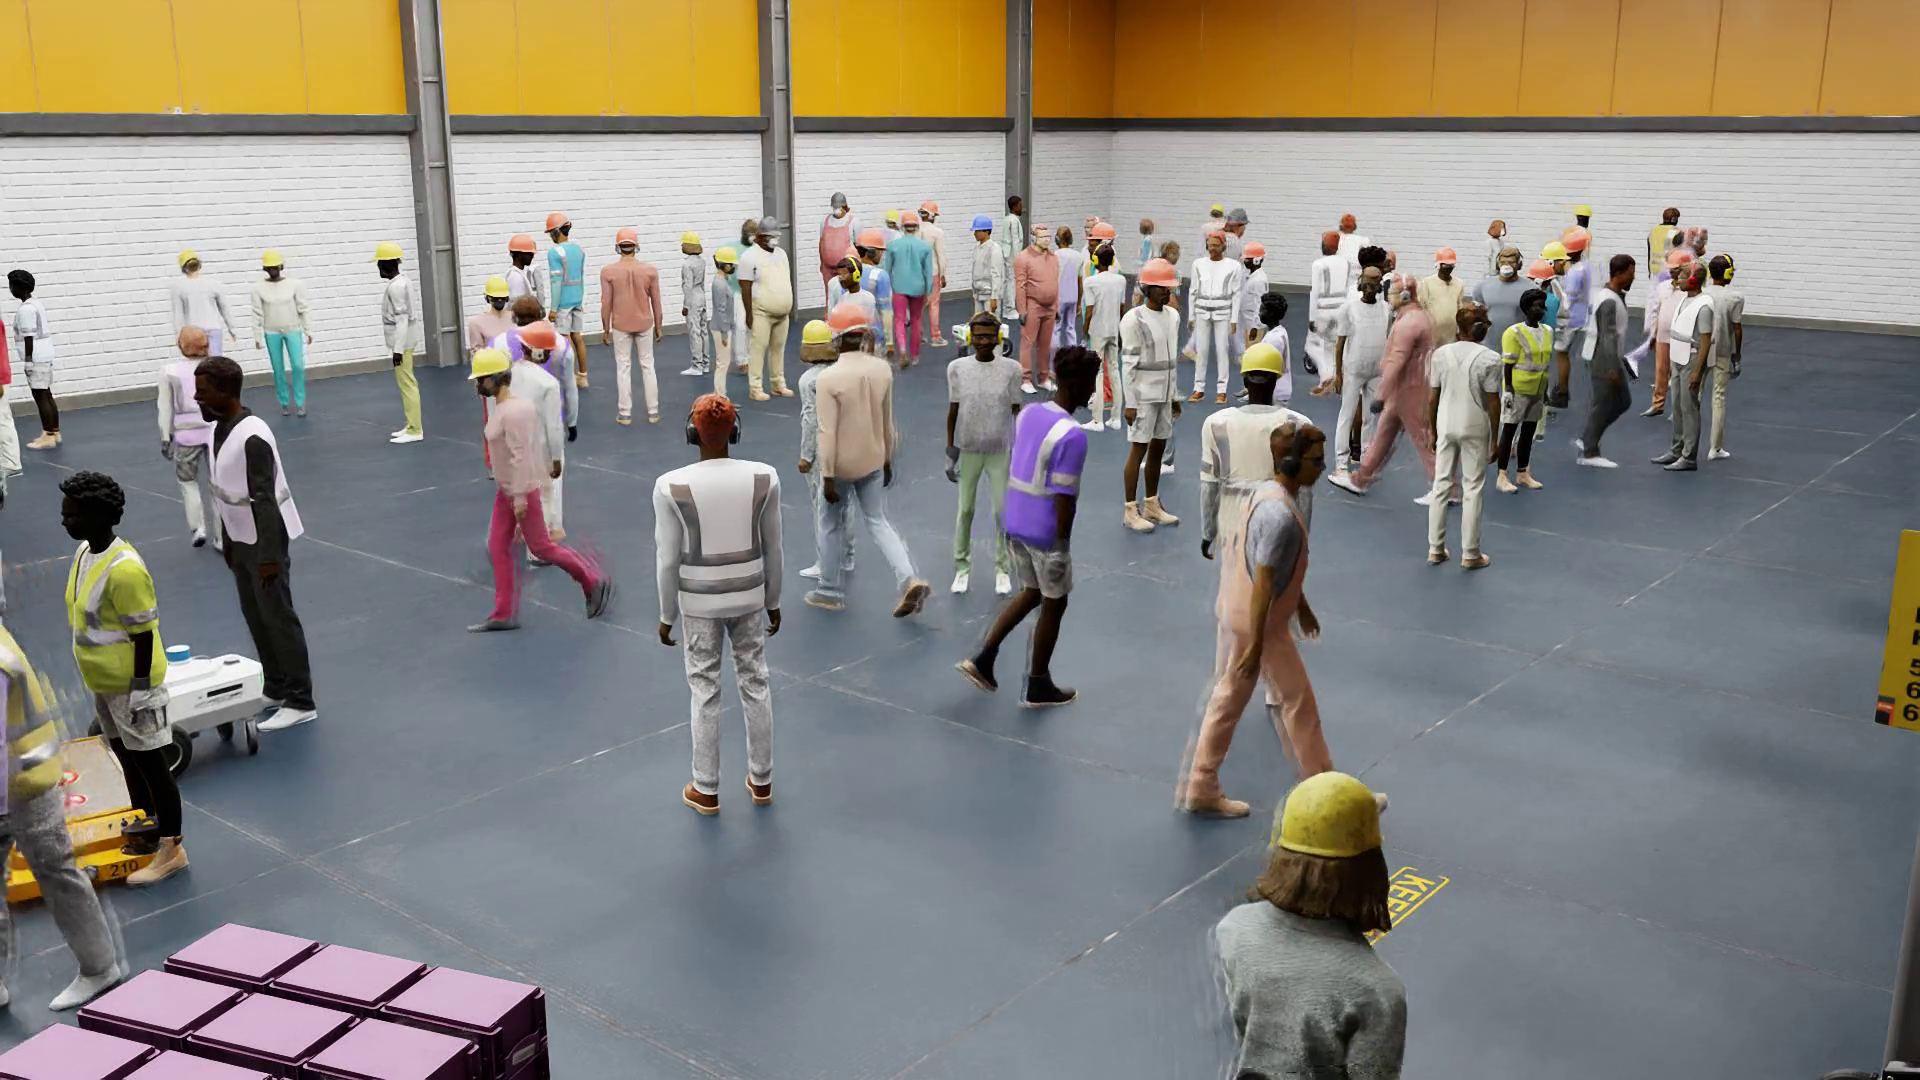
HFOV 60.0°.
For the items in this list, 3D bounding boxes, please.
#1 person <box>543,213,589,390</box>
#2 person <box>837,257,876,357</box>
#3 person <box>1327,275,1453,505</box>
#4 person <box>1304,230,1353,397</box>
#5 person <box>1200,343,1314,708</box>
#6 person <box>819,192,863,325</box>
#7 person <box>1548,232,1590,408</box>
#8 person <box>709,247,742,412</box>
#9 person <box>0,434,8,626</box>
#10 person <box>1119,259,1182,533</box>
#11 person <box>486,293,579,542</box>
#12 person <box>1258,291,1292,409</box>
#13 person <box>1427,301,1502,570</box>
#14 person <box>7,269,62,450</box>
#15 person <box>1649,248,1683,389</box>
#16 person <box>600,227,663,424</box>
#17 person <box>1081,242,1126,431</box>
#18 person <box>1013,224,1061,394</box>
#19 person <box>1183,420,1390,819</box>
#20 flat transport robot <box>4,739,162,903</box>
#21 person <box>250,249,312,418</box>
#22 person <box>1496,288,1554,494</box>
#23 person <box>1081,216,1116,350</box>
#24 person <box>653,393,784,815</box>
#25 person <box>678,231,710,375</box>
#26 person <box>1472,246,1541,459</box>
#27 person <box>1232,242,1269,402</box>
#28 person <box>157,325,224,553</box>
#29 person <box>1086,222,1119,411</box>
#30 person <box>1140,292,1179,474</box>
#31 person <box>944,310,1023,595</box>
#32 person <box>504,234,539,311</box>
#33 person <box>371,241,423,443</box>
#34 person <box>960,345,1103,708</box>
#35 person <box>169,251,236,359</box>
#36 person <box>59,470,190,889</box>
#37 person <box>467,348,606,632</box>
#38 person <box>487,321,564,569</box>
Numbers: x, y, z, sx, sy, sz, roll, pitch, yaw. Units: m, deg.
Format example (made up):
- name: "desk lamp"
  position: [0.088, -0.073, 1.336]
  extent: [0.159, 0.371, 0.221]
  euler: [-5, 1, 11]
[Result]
- name: "person"
  position: [-4.519, -2.700, 18.975]
  extent: [0.394, 2.033, 0.615]
  euler: [5, 15, 19]
- name: "person"
  position: [-0.945, -1.616, 15.016]
  extent: [0.338, 1.857, 0.525]
  euler: [-11, 18, -36]
- name: "person"
  position: [3.532, -1.201, 13.372]
  extent: [1.040, 1.841, 0.640]
  euler: [5, 15, 19]
- name: "person"
  position: [4.110, -2.503, 18.519]
  extent: [0.597, 1.870, 0.441]
  euler: [-8, 16, -28]
- name: "person"
  position: [1.542, -0.065, 8.682]
  extent: [0.585, 1.918, 0.377]
  euler: [3, 14, 13]
- name: "person"
  position: [-1.803, -4.147, 24.745]
  extent: [0.679, 2.000, 0.537]
  euler: [4, 15, 15]
- name: "person"
  position: [6.587, -2.386, 18.005]
  extent: [0.406, 1.898, 0.668]
  euler: [7, 16, 25]
- name: "person"
  position: [-2.487, -2.229, 17.666]
  extent: [0.342, 1.755, 0.530]
  euler: [-2, 14, -6]
- name: "person"
  position: [-5.934, -0.273, 9.940]
  extent: [0.466, 1.702, 0.503]
  euler: [11, 18, 37]
- name: "person"
  position: [1.462, -1.084, 12.501]
  extent: [0.373, 2.042, 0.614]
  euler: [13, 19, 43]
- name: "person"
  position: [-3.096, -0.869, 12.067]
  extent: [0.658, 1.839, 0.430]
  euler: [-4, 15, -17]
- name: "person"
  position: [2.551, -1.179, 13.599]
  extent: [0.321, 1.692, 0.537]
  euler: [3, 14, 11]
- name: "person"
  position: [3.455, -0.710, 11.411]
  extent: [0.506, 1.844, 0.345]
  euler: [11, 18, 37]
- name: "person"
  position: [-8.733, -1.707, 15.715]
  extent: [0.320, 1.686, 0.539]
  euler: [-5, 15, -19]
- name: "person"
  position: [8.216, -2.571, 19.317]
  extent: [0.668, 1.611, 0.356]
  euler: [-11, 17, -36]
- name: "person"
  position: [-3.353, -2.182, 16.990]
  extent: [0.622, 1.989, 0.399]
  euler: [-5, 15, -19]
- name: "person"
  position: [1.417, -2.017, 16.581]
  extent: [0.514, 1.872, 0.332]
  euler: [-7, 16, -27]
- name: "person"
  position: [0.911, -2.637, 18.985]
  extent: [0.642, 1.909, 0.410]
  euler: [-12, 18, -40]
- name: "person"
  position: [1.420, 0.375, 7.159]
  extent: [0.930, 1.795, 0.520]
  euler: [0, 14, 0]
- name: "flat transport robot"
  position: [-3.885, 1.149, 7.171]
  extent: [0.652, 0.197, 1.431]
  euler: [-10, 17, -35]
- name: "person"
  position: [-7.051, -2.142, 17.298]
  extent: [0.571, 1.745, 0.642]
  euler: [-5, 15, -20]
- name: "person"
  position: [4.707, -1.241, 13.831]
  extent: [0.532, 1.696, 0.318]
  euler: [-8, 16, -28]
- name: "person"
  position: [1.645, -3.039, 20.591]
  extent: [0.409, 1.907, 0.651]
  euler: [-6, 15, -23]
- name: "person"
  position: [-1.055, 0.288, 7.345]
  extent: [0.573, 1.883, 0.356]
  euler: [-6, 15, -23]
- name: "person"
  position: [-3.268, -2.898, 20.358]
  extent: [0.292, 1.745, 0.486]
  euler: [4, 15, 15]
- name: "person"
  position: [4.965, -1.716, 15.238]
  extent: [0.632, 1.940, 0.372]
  euler: [6, 15, 22]
- name: "person"
  position: [3.219, -2.405, 18.372]
  extent: [0.330, 1.750, 0.560]
  euler: [0, 14, 0]
- name: "person"
  position: [-5.401, -0.712, 11.850]
  extent: [0.554, 1.618, 0.417]
  euler: [-9, 16, -31]
- name: "person"
  position: [1.524, -2.386, 17.802]
  extent: [0.382, 1.995, 0.612]
  euler: [-2, 14, -8]
- name: "person"
  position: [1.752, -1.394, 14.569]
  extent: [0.279, 1.633, 0.504]
  euler: [-3, 14, -10]
- name: "person"
  position: [0.158, -0.562, 10.795]
  extent: [0.517, 1.860, 0.317]
  euler: [1, 14, 6]
- name: "person"
  position: [-4.457, -2.155, 17.016]
  extent: [0.382, 1.928, 0.545]
  euler: [-4, 15, -14]
- name: "person"
  position: [-5.396, -1.893, 15.970]
  extent: [0.379, 1.924, 0.594]
  euler: [-3, 14, -14]
- name: "person"
  position: [0.394, -0.057, 8.632]
  extent: [0.664, 1.928, 0.638]
  euler: [-7, 15, -25]
- name: "person"
  position: [-8.032, -2.207, 17.684]
  extent: [0.595, 1.703, 0.882]
  euler: [-7, 15, -24]
- name: "person"
  position: [-3.363, 0.553, 6.660]
  extent: [0.539, 1.695, 0.318]
  euler: [13, 19, 42]
- name: "person"
  position: [-2.594, -0.311, 10.070]
  extent: [0.807, 1.726, 0.567]
  euler: [-7, 16, -26]
- name: "person"
  position: [-2.948, -0.620, 11.279]
  extent: [0.582, 1.727, 0.521]
  euler: [8, 16, 28]
